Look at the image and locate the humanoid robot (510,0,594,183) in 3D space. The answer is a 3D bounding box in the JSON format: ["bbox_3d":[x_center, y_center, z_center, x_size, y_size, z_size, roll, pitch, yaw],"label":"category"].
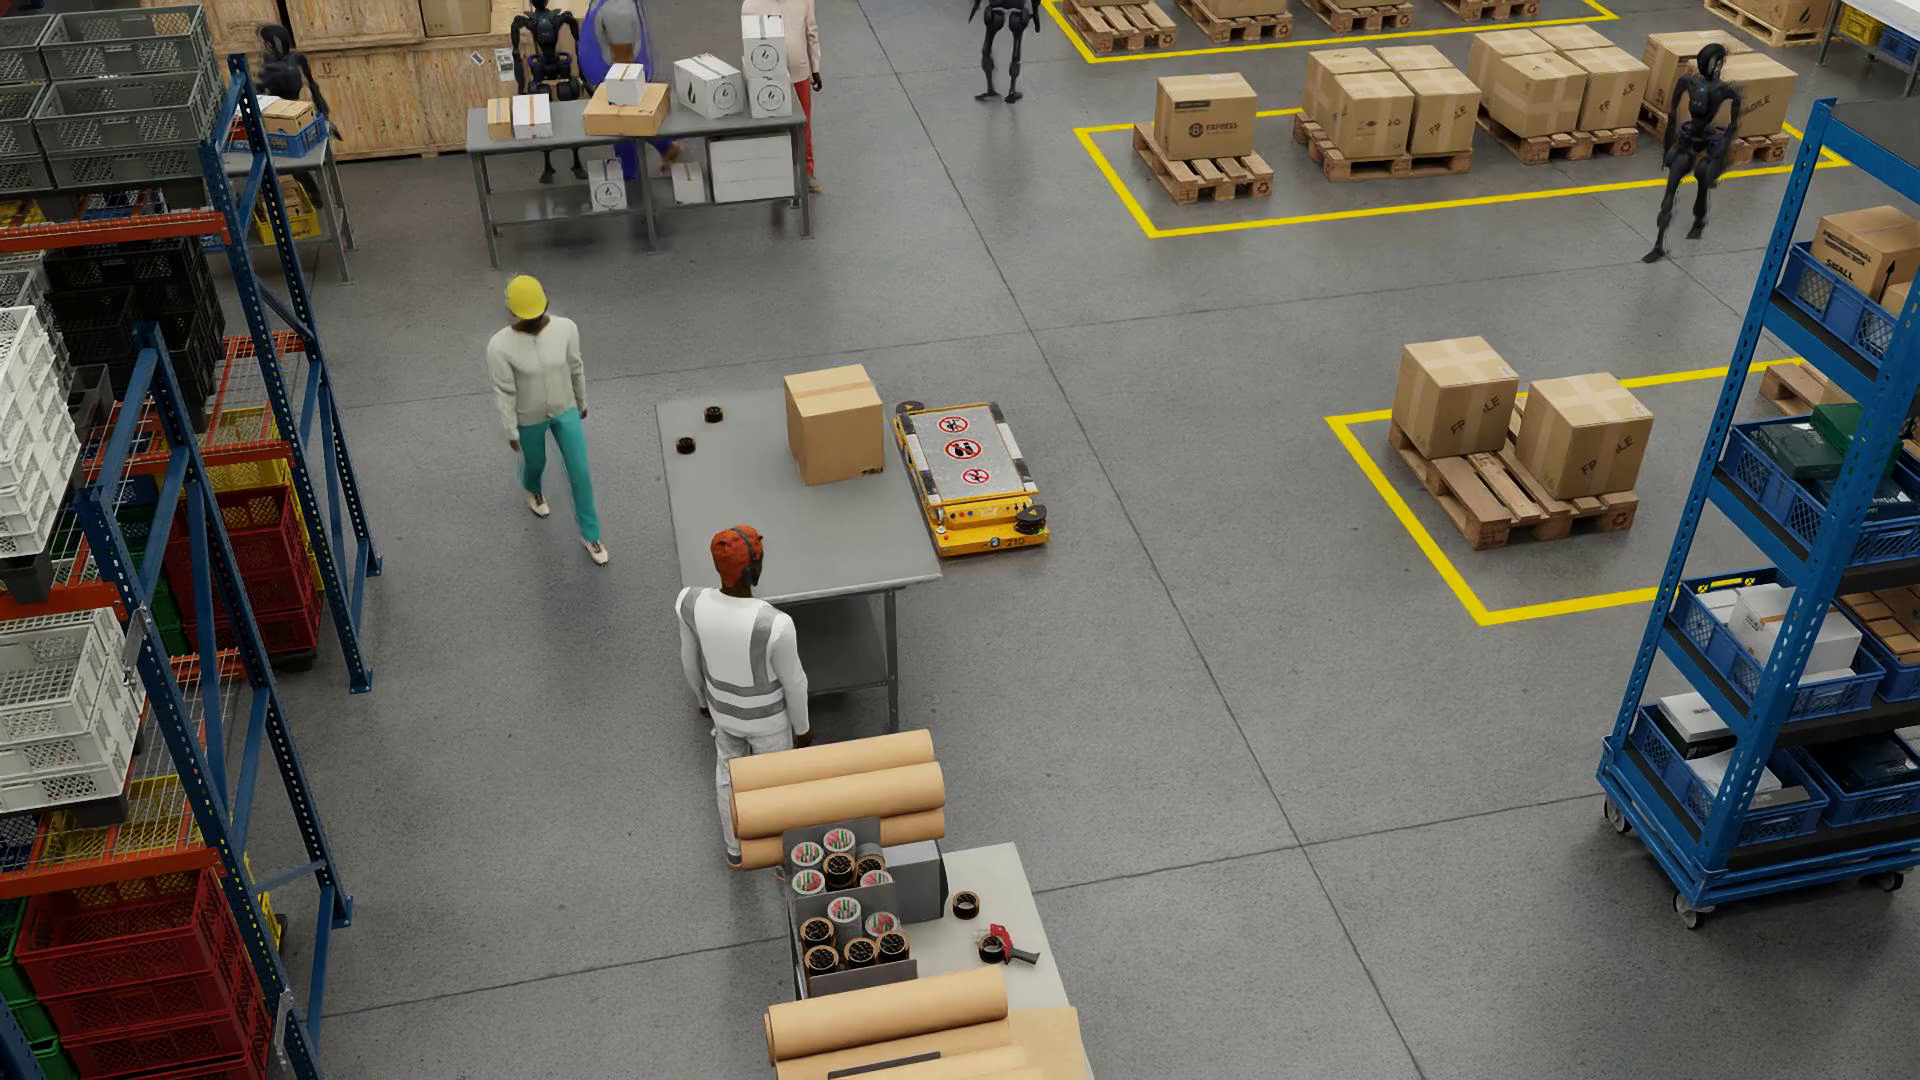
[{"bbox_3d":[-3.259,-3.673,13.311,0.627,1.649,0.325,-10,38,-13],"label":"humanoid robot"}]

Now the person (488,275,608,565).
[{"bbox_3d":[-2.333,-0.741,9.317,0.522,1.723,0.839,-19,41,-23],"label":"person"}]

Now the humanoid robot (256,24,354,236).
[{"bbox_3d":[-5.085,-3.121,12.618,0.777,1.639,0.578,10,38,13],"label":"humanoid robot"}]

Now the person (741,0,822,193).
[{"bbox_3d":[-1.379,-3.646,13.022,0.616,1.990,0.394,-16,40,-20],"label":"person"}]

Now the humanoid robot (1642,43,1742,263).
[{"bbox_3d":[5.479,-2.889,12.313,0.551,1.648,0.769,27,44,31],"label":"humanoid robot"}]

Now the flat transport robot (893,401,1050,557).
[{"bbox_3d":[0.046,-0.430,10.108,0.652,0.197,1.431,-8,37,-10],"label":"flat transport robot"}]

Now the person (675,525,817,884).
[{"bbox_3d":[-0.903,0.734,7.212,0.572,1.886,0.354,15,39,19],"label":"person"}]

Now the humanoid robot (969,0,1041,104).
[{"bbox_3d":[0.397,-4.706,14.700,0.633,1.643,0.387,4,37,5],"label":"humanoid robot"}]

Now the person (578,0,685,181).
[{"bbox_3d":[-2.633,-3.706,13.051,0.689,2.000,0.690,-7,37,-9],"label":"person"}]
